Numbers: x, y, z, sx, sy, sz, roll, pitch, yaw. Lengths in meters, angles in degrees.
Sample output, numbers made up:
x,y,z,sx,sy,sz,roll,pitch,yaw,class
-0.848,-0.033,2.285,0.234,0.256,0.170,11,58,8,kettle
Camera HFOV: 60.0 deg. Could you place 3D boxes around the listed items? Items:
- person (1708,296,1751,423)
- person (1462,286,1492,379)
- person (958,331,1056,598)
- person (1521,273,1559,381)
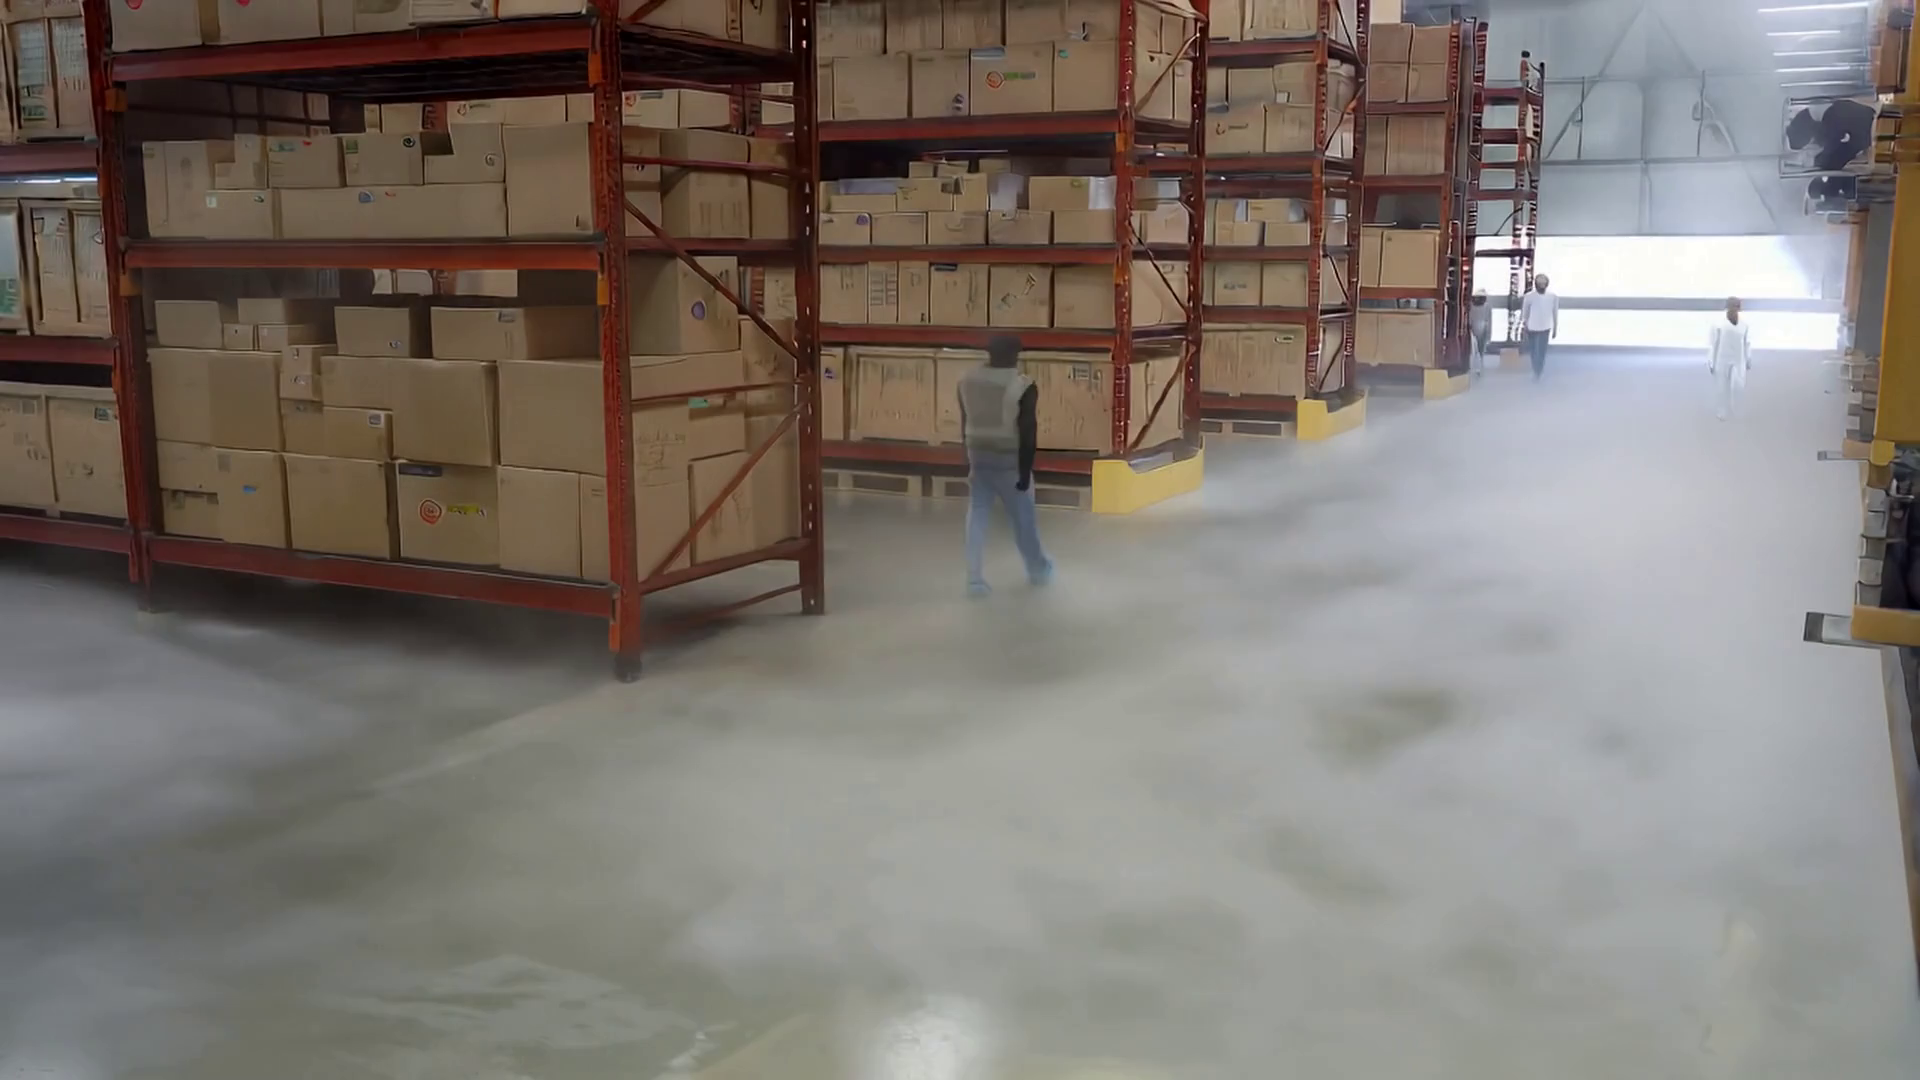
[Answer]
x,y,z,sx,sy,sz,roll,pitch,yaw,class
10.571,-2.463,22.804,0.602,1.731,0.571,1,10,3,person
9.519,-3.803,30.637,0.542,1.708,0.747,3,10,17,person
0.320,-0.538,11.488,0.630,1.797,0.944,5,11,27,person
10.642,-3.911,30.515,0.625,1.973,0.829,6,11,30,person
